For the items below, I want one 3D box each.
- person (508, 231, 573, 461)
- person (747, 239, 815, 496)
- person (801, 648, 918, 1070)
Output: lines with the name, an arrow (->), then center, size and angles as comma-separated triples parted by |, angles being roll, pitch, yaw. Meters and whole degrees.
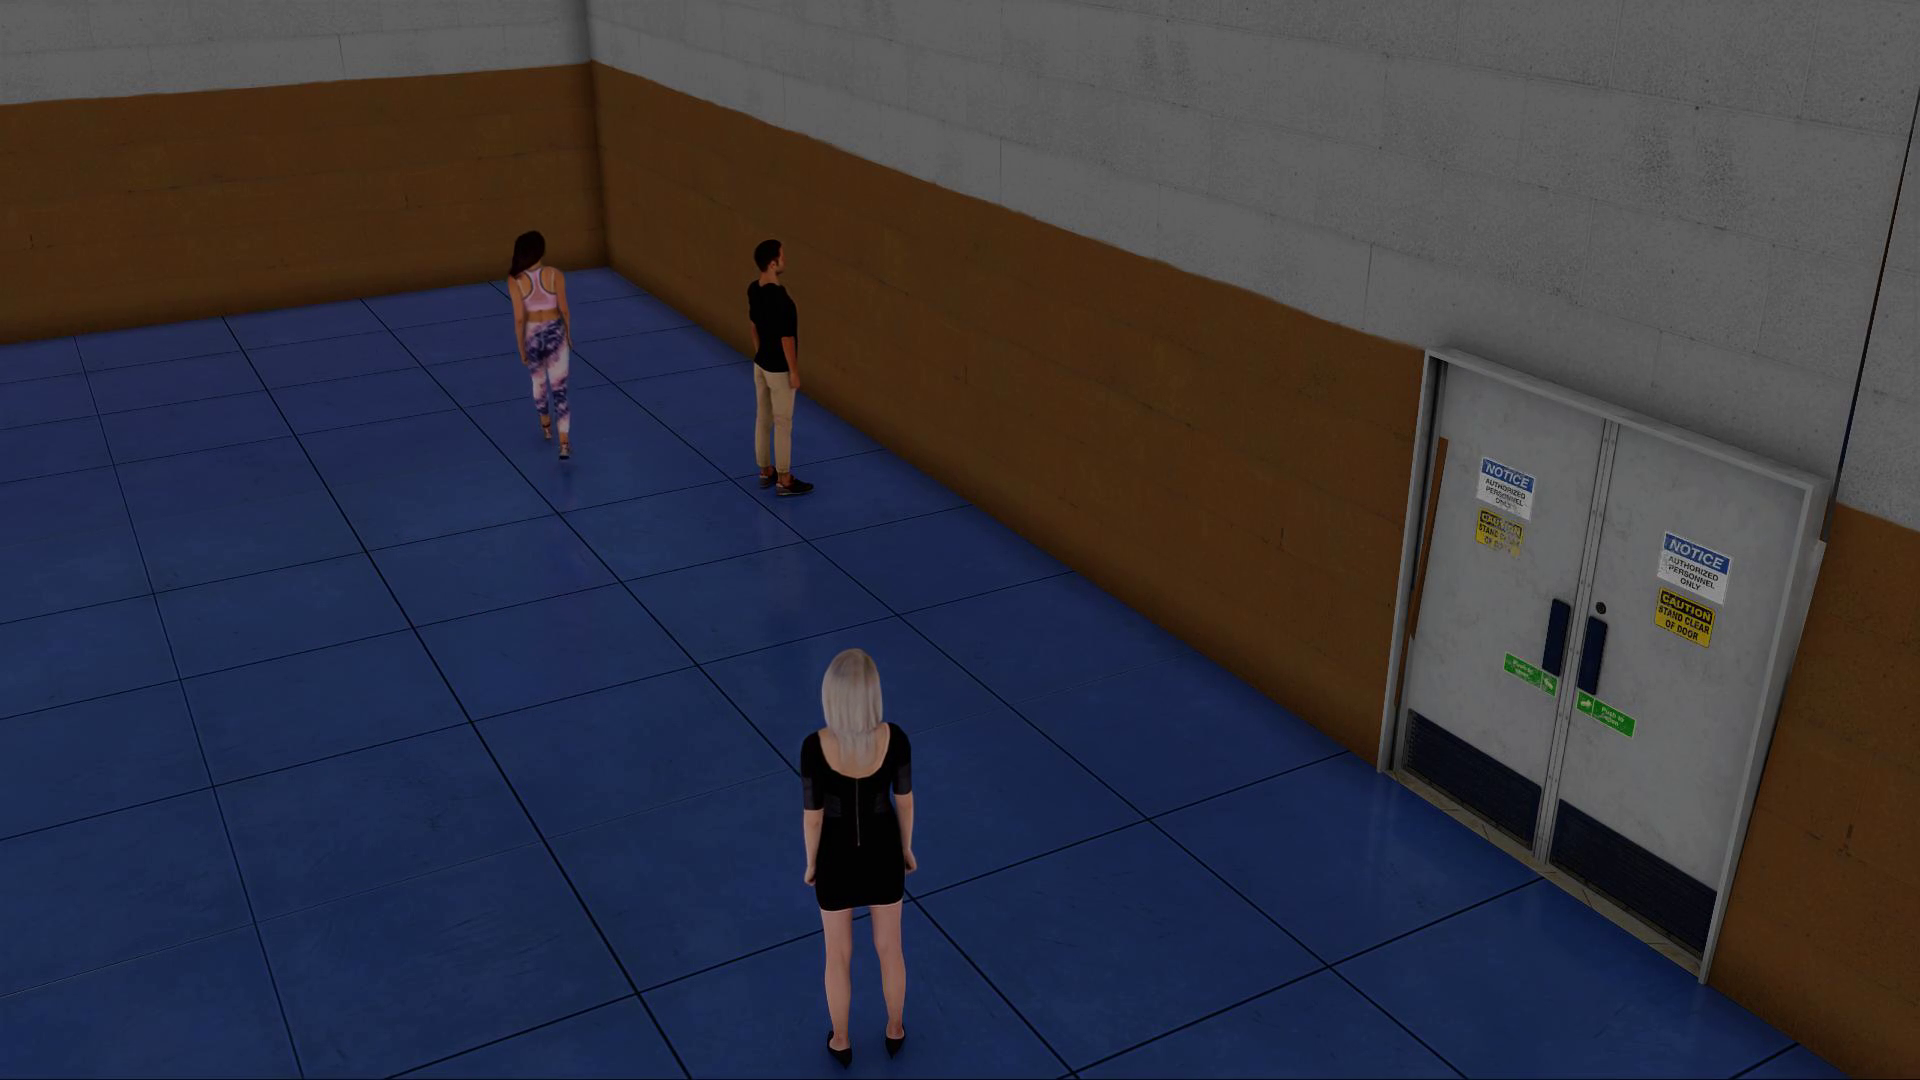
person -> -3.122, -1.435, 12.609 | 1.222, 1.723, 0.902 | -5, 24, -12
person -> -1.339, -1.246, 11.978 | 0.561, 1.859, 0.663 | -17, 29, -33
person -> -0.387, 1.231, 6.384 | 0.541, 1.830, 0.704 | -5, 24, -11
